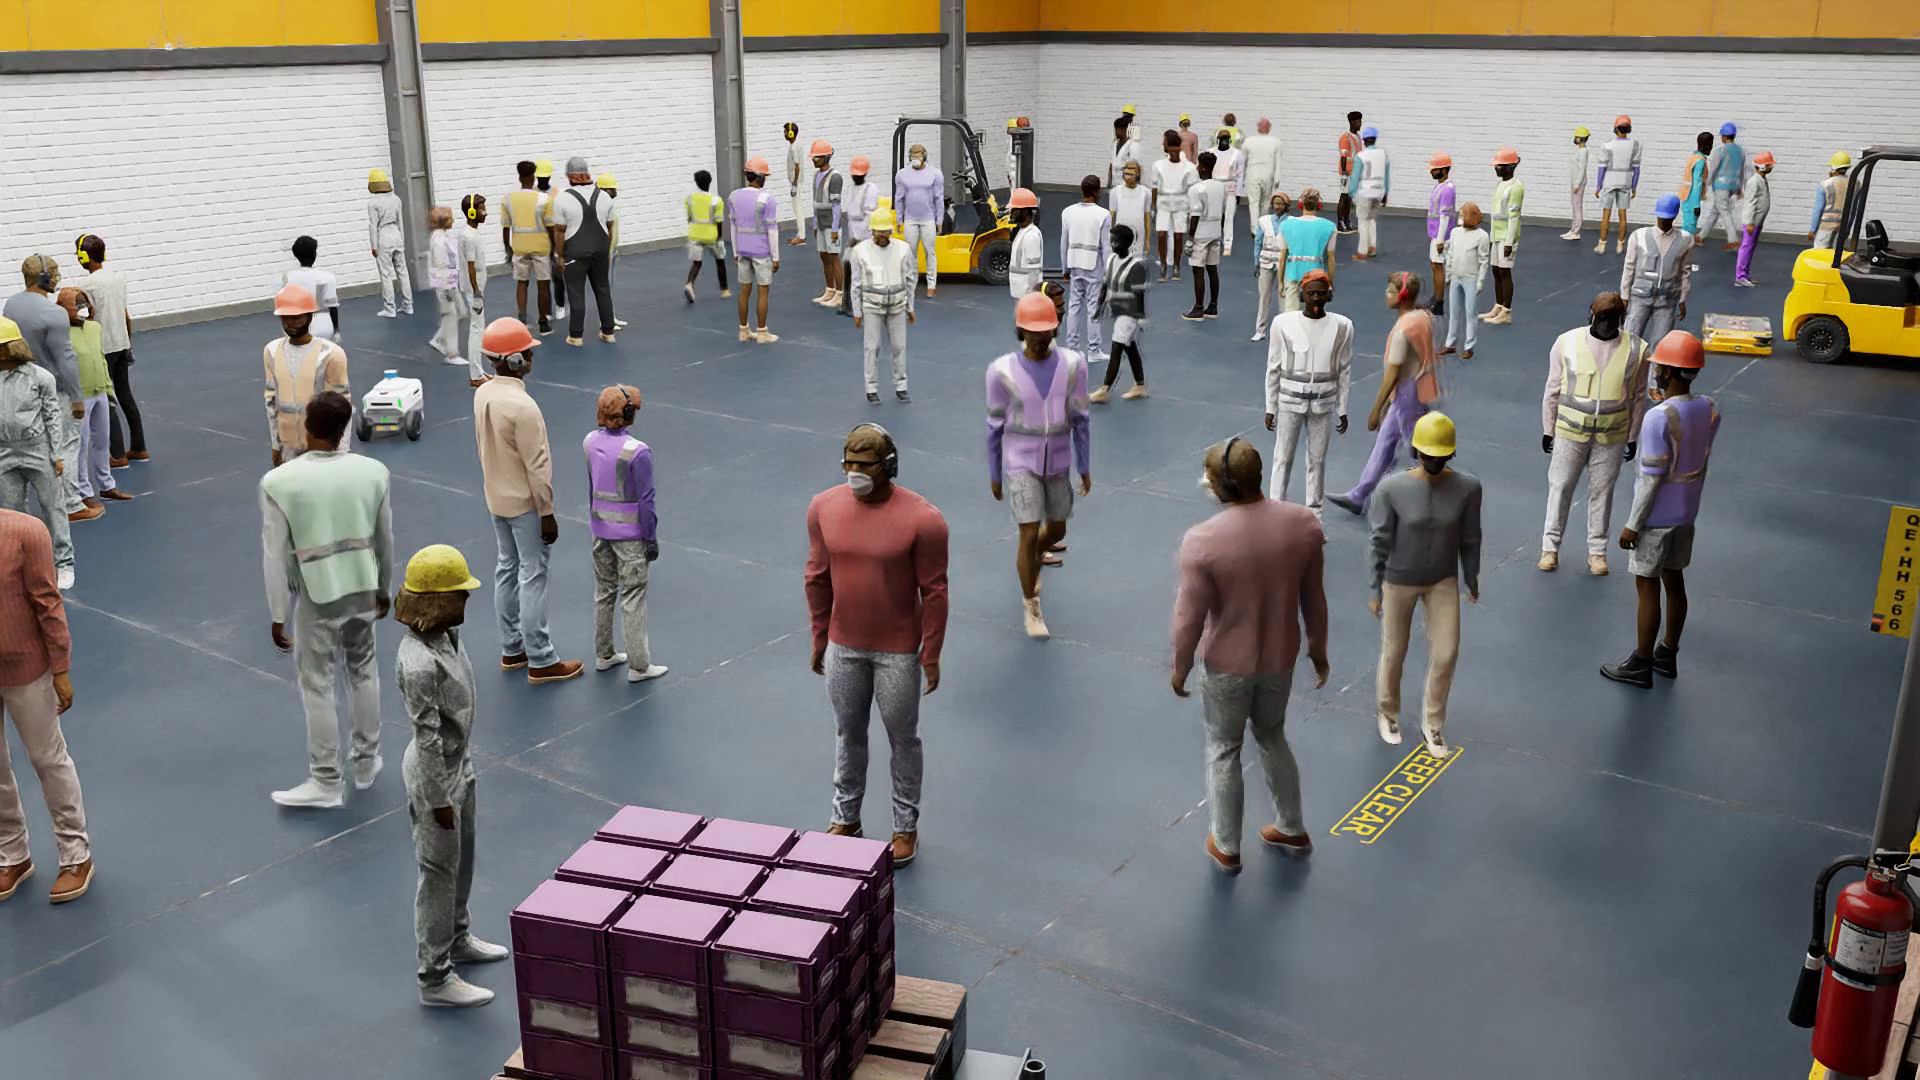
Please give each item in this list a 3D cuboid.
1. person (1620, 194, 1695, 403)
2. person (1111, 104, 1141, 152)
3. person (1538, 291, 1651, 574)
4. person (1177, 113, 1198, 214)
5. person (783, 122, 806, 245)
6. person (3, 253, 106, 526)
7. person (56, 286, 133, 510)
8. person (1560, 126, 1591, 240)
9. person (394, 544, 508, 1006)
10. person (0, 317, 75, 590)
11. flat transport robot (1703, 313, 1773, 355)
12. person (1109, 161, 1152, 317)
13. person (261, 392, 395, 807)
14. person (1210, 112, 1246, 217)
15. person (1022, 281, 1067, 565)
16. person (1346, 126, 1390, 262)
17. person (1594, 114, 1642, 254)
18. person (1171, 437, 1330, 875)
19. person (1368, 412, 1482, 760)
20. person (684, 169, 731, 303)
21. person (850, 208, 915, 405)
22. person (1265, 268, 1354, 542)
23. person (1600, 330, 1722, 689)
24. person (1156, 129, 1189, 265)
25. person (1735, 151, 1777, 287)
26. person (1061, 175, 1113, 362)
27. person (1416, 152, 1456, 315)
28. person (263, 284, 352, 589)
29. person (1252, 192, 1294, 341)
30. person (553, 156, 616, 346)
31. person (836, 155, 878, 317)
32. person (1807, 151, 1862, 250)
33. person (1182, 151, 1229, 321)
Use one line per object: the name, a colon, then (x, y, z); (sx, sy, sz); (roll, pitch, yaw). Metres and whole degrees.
person: (6.422, -2.227, 15.390); (0.602, 1.938, 0.401); (4, 18, 12)
person: (2.973, -6.786, 29.683); (0.585, 1.917, 0.381); (13, 22, 34)
person: (4.073, -0.687, 10.730); (0.627, 1.844, 0.429); (5, 18, 15)
person: (3.986, -6.729, 29.770); (0.533, 1.757, 0.342); (-2, 18, -8)
person: (-2.569, -5.536, 25.857); (0.309, 1.864, 0.535); (0, 18, -1)
person: (-6.411, -1.053, 11.738); (0.639, 1.928, 0.374); (10, 20, 29)
person: (-6.384, -1.040, 12.168); (0.276, 1.633, 0.507); (4, 18, 13)
person: (9.789, -5.658, 26.399); (0.309, 1.769, 0.524); (4, 18, 12)
person: (-1.864, 0.850, 6.101); (0.323, 1.737, 0.488); (-1, 18, -4)
person: (-5.851, -0.528, 10.386); (0.484, 1.745, 0.298); (-2, 18, -7)
flat transport robot: (8.509, -2.271, 18.221); (0.652, 0.197, 1.431); (7, 19, 21)
person: (2.003, -3.553, 19.688); (0.508, 1.842, 0.336); (1, 18, 2)
person: (-2.910, 0.280, 7.657); (0.444, 1.871, 0.745); (16, 24, 41)
person: (4.667, -6.547, 29.104); (0.647, 1.820, 0.702); (4, 18, 11)
person: (0.558, -0.773, 10.951); (0.316, 1.870, 0.532); (3, 18, 9)
person: (5.910, -5.001, 24.086); (0.651, 1.914, 0.485); (-8, 20, -25)
person: (9.803, -5.302, 24.836); (0.608, 2.044, 0.371); (2, 18, 8)
person: (1.210, 0.501, 6.912); (0.721, 1.910, 0.435); (-5, 18, -15)
person: (2.249, 0.223, 8.040); (0.571, 1.739, 0.609); (0, 18, 1)
person: (-3.179, -3.774, 20.689); (0.525, 1.661, 0.792); (4, 18, 11)
person: (-0.708, -2.151, 15.349); (0.602, 1.817, 0.403); (-6, 19, -17)
person: (2.362, -0.902, 11.332); (0.573, 1.883, 0.355); (1, 18, 2)
person: (3.752, -0.157, 8.913); (0.542, 1.939, 0.362); (-11, 21, -31)
person: (3.082, -4.907, 23.836); (0.467, 1.908, 0.667); (9, 20, 26)
person: (10.509, -4.220, 21.970); (0.321, 1.720, 0.564); (12, 22, 34)
person: (1.312, -2.804, 17.224); (0.598, 1.917, 0.375); (13, 22, 34)
person: (5.699, -3.654, 19.879); (0.388, 1.926, 0.549); (2, 18, 8)
person: (-4.058, -0.629, 10.384); (0.545, 1.942, 0.351); (2, 18, 6)
person: (3.470, -2.987, 18.248); (0.513, 1.641, 0.307); (7, 19, 22)
person: (-4.119, -3.163, 18.149); (0.690, 2.000, 0.537); (-13, 22, -35)
person: (-1.220, -3.592, 19.703); (0.438, 1.915, 0.584); (-15, 23, -39)
person: (11.001, -3.973, 21.014); (0.590, 1.837, 0.404); (-3, 18, -10)
person: (2.867, -3.562, 19.516); (0.617, 1.964, 0.361); (-15, 23, -39)
